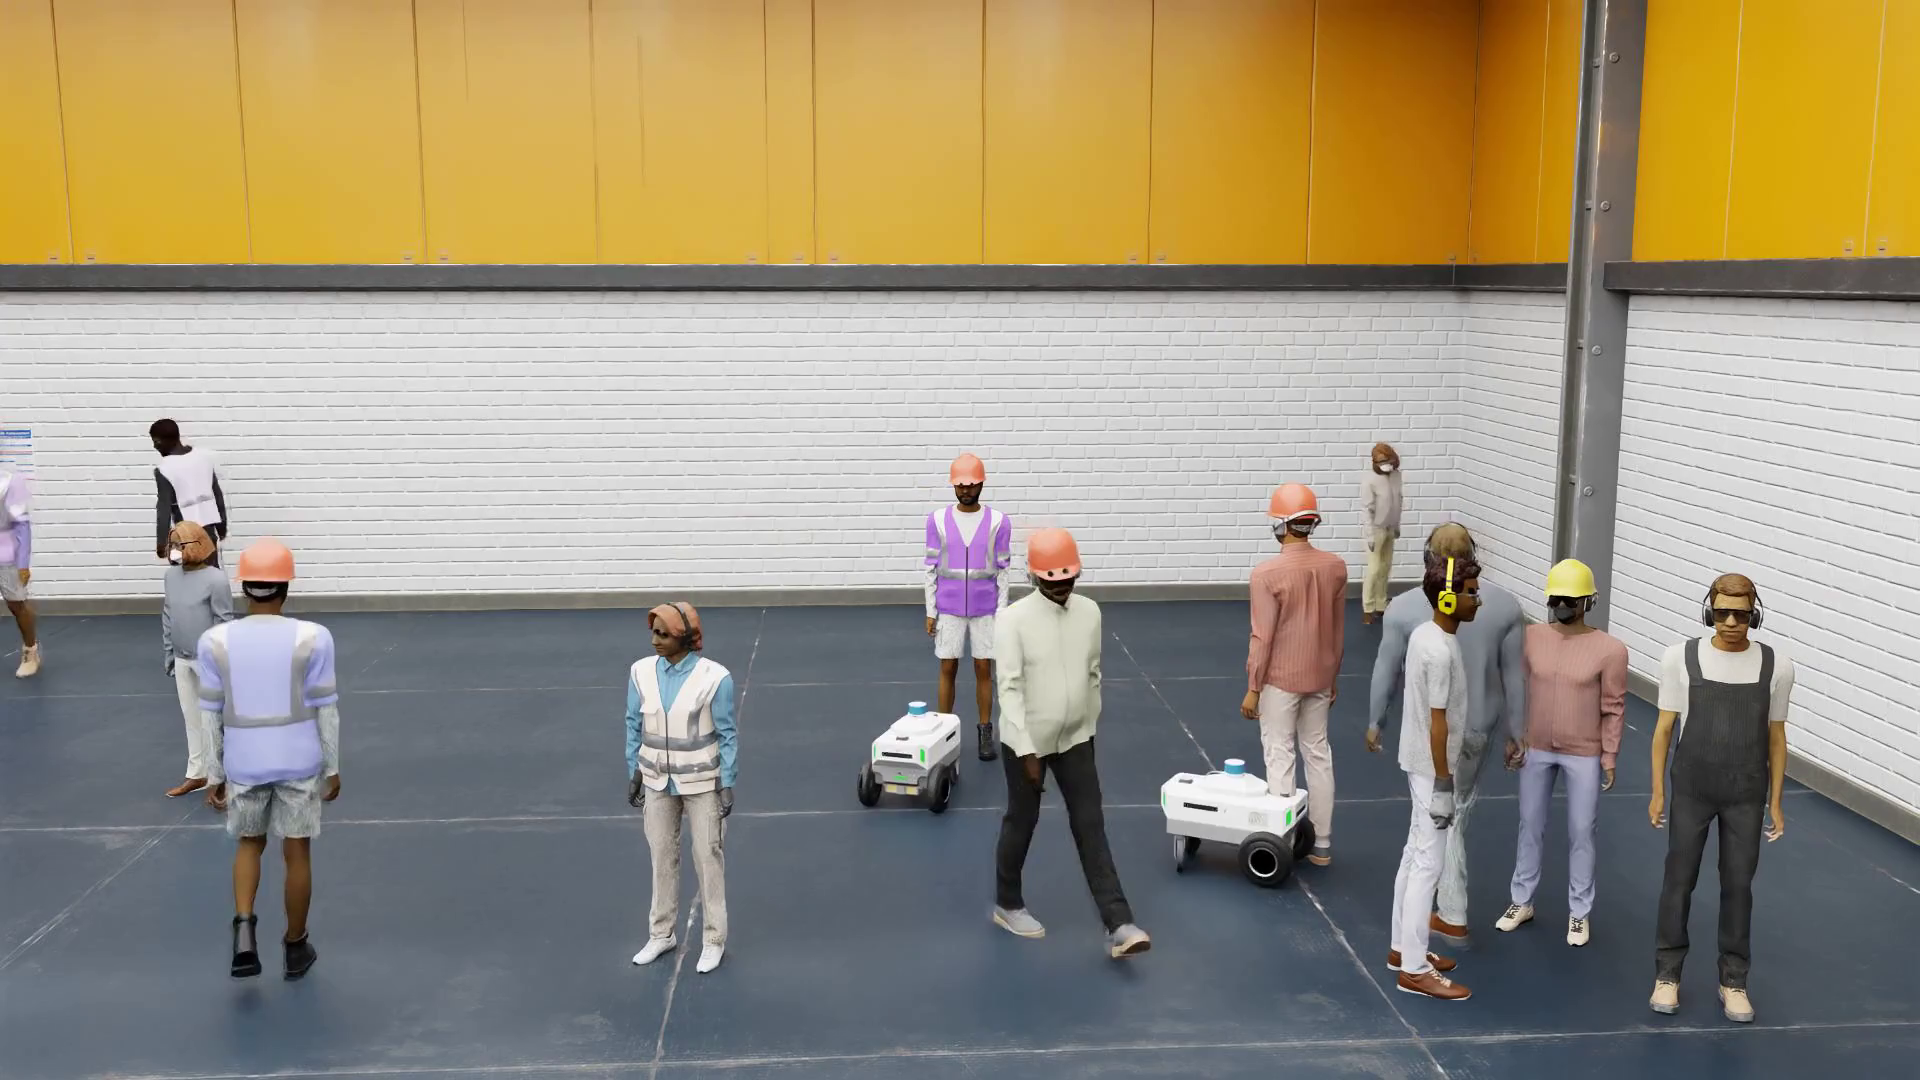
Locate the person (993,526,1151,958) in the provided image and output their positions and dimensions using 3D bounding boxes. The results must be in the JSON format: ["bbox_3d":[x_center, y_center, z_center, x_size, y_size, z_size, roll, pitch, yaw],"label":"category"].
[{"bbox_3d":[0.472,0.910,7.373,0.628,1.935,1.024,-6,11,-32],"label":"person"}]

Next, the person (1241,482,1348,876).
[{"bbox_3d":[1.684,0.700,8.461,0.616,1.993,0.395,-5,10,-30],"label":"person"}]

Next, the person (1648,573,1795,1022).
[{"bbox_3d":[3.093,1.041,6.793,0.514,1.845,0.337,3,9,16],"label":"person"}]

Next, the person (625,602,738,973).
[{"bbox_3d":[-1.214,1.071,7.256,0.523,1.636,0.311,3,10,18],"label":"person"}]

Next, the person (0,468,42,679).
[{"bbox_3d":[-7.107,0.137,12.192,0.632,1.945,1.075,-1,9,-6],"label":"person"}]

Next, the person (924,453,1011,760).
[{"bbox_3d":[0.047,0.421,10.398,0.544,1.939,0.354,0,9,1],"label":"person"}]

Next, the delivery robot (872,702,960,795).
[{"bbox_3d":[-0.247,1.183,9.645,0.477,0.478,0.707,3,9,17],"label":"delivery robot"}]

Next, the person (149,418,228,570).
[{"bbox_3d":[-6.313,-0.081,13.774,0.380,1.877,0.714,3,10,20],"label":"person"}]

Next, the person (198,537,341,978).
[{"bbox_3d":[-2.929,0.955,7.089,0.547,1.925,0.504,-2,9,-10],"label":"person"}]

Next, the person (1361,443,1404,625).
[{"bbox_3d":[3.725,-0.065,14.512,0.659,1.596,0.361,-7,12,-38],"label":"person"}]

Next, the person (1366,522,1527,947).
[{"bbox_3d":[2.256,0.852,7.829,0.669,1.883,1.021,-1,9,-4],"label":"person"}]

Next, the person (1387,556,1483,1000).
[{"bbox_3d":[2.024,0.987,7.054,0.319,1.870,0.521,1,9,8],"label":"person"}]

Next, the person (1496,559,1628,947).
[{"bbox_3d":[2.734,0.957,7.566,0.523,1.769,0.316,6,11,35],"label":"person"}]

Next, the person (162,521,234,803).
[{"bbox_3d":[-4.406,0.697,9.616,0.501,1.633,0.279,4,10,23],"label":"person"}]

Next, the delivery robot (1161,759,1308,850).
[{"bbox_3d":[1.398,1.365,8.504,0.707,0.478,0.477,5,10,27],"label":"delivery robot"}]
